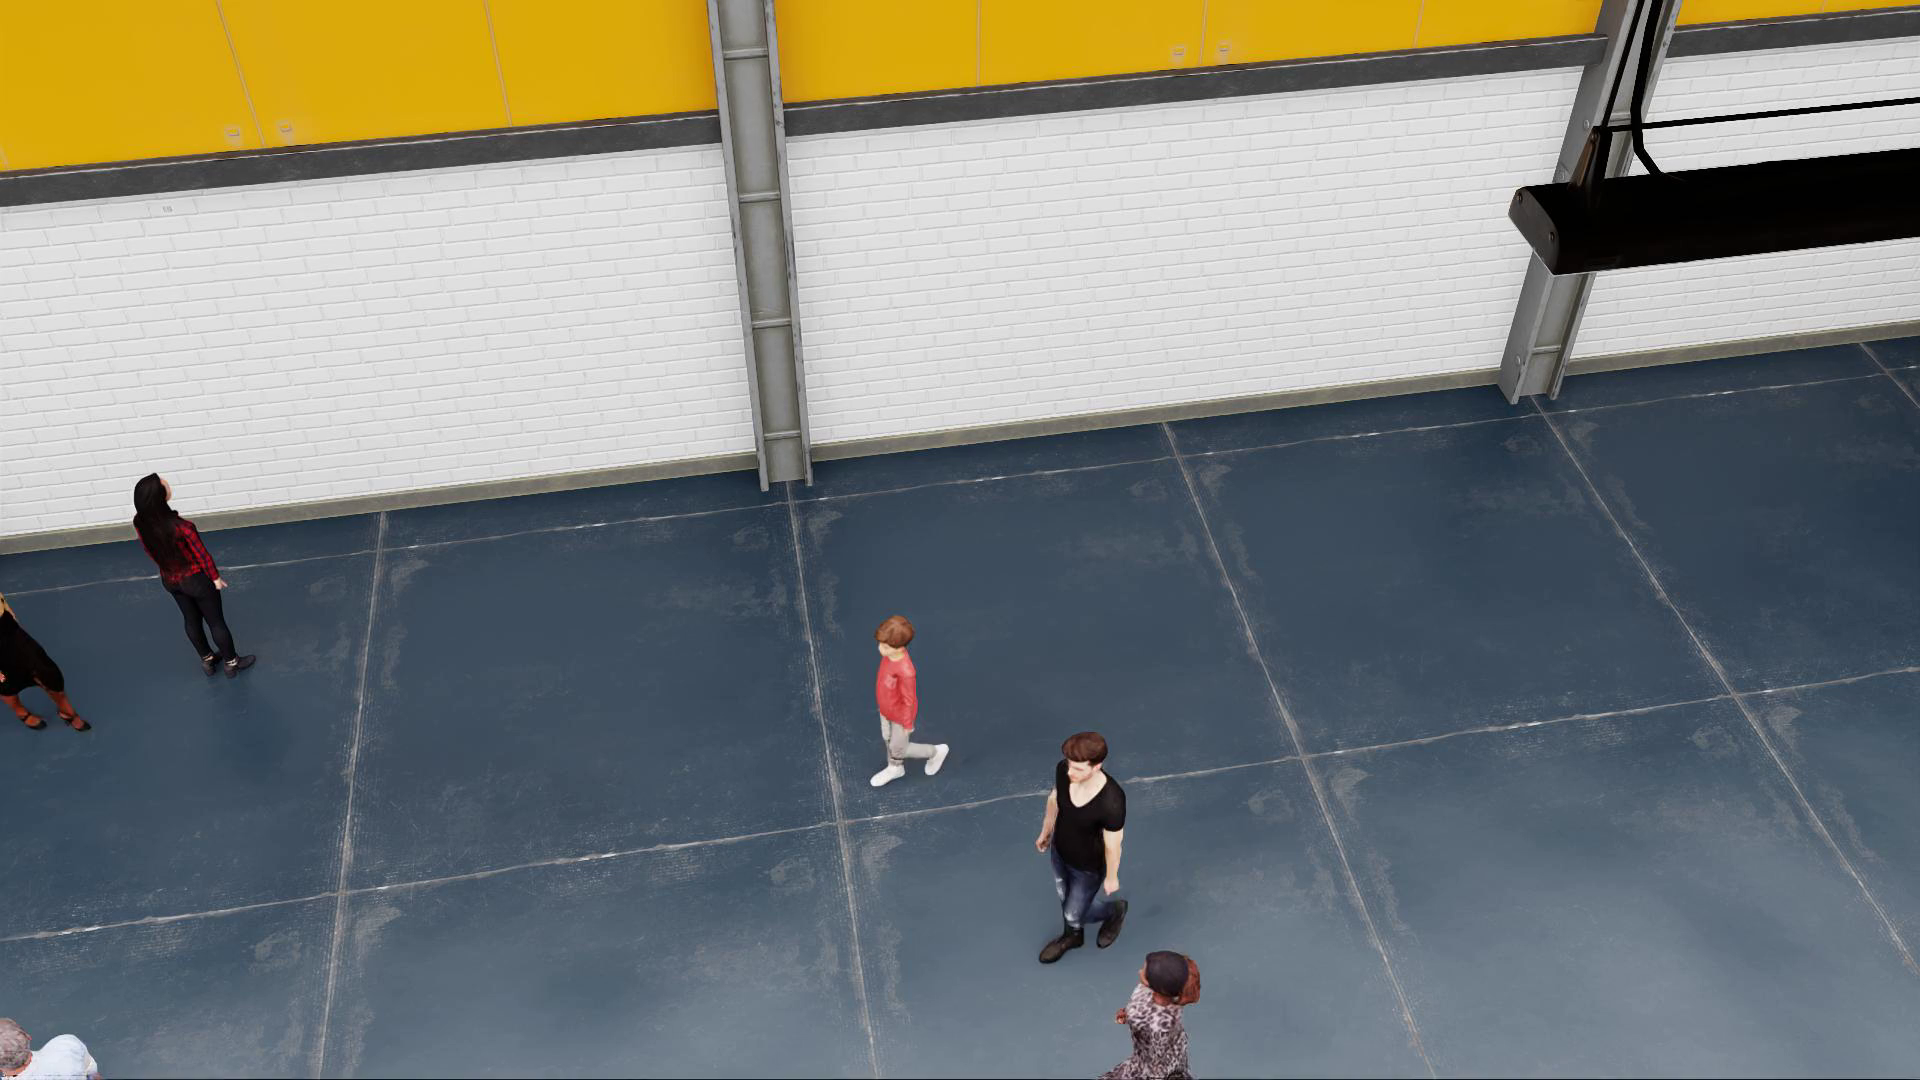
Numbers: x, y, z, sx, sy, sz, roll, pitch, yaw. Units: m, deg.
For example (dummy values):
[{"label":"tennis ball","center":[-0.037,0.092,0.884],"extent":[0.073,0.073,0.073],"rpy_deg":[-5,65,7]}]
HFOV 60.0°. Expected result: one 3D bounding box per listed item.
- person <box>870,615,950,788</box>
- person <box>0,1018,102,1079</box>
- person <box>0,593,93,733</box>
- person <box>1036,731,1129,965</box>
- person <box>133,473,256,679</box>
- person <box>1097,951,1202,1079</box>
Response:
[{"label":"person","center":[-0.317,0.977,10.116],"extent":[0.779,1.403,0.619],"rpy_deg":[-17,46,-17]},{"label":"person","center":[-4.132,2.838,7.866],"extent":[0.950,1.813,0.889],"rpy_deg":[19,47,19]},{"label":"person","center":[-6.033,0.633,10.308],"extent":[0.857,1.638,0.764],"rpy_deg":[11,45,12]},{"label":"person","center":[0.728,1.652,9.059],"extent":[0.931,1.884,0.850],"rpy_deg":[-27,50,-25]},{"label":"person","center":[-4.971,0.250,10.696],"extent":[0.590,1.656,0.720],"rpy_deg":[10,45,10]},{"label":"person","center":[1.060,2.571,8.255],"extent":[1.210,1.663,0.962],"rpy_deg":[14,45,14]}]
